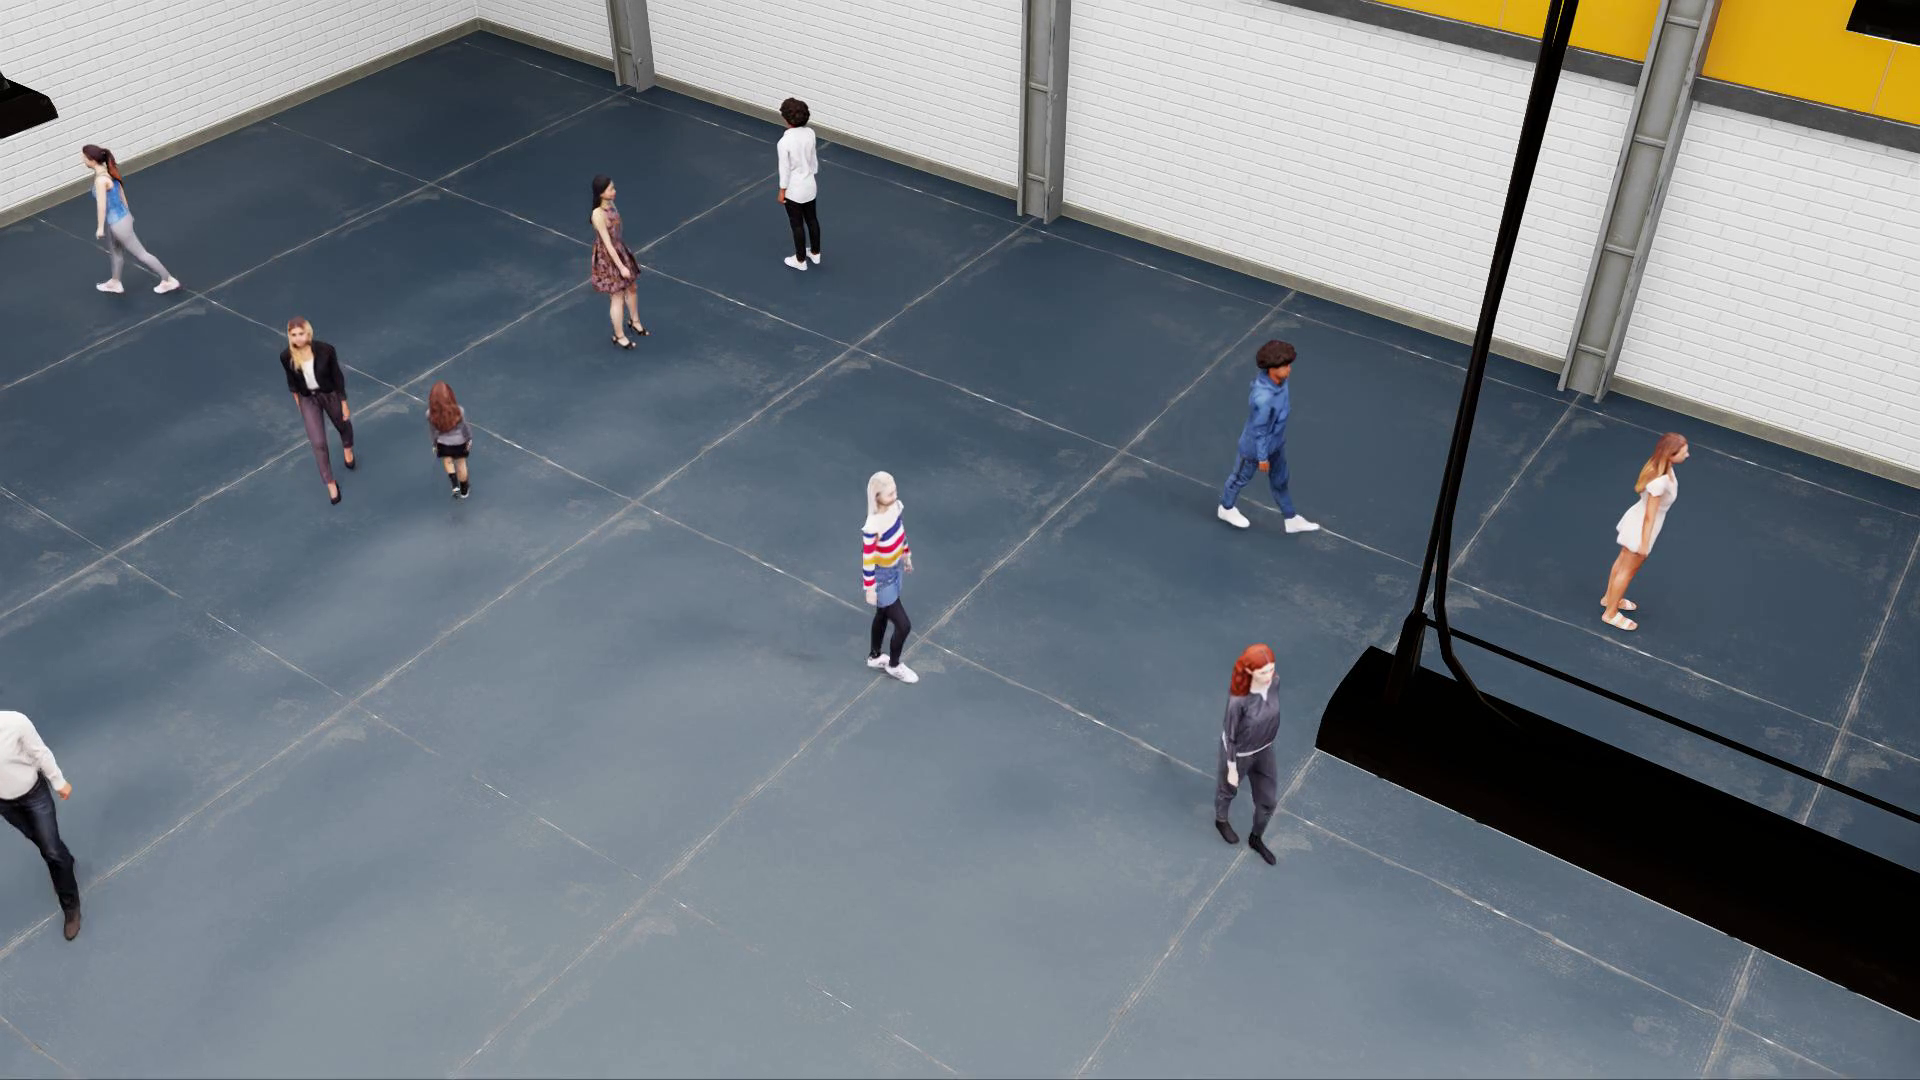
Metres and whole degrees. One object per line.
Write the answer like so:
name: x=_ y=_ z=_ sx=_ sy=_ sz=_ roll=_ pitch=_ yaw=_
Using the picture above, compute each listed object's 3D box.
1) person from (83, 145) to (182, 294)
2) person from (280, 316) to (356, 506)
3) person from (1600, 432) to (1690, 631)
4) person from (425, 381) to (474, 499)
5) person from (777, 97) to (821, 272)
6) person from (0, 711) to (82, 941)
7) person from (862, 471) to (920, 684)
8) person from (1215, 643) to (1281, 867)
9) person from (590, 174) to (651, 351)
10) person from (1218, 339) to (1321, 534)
person: x=-8.147 y=-3.091 z=16.269 sx=1.070 sy=1.575 sz=1.015 roll=-6 pitch=39 yaw=-8
person: x=-5.280 y=-1.174 z=13.824 sx=0.989 sy=1.630 sz=1.122 roll=-12 pitch=40 yaw=-14
person: x=5.095 y=-0.102 z=12.430 sx=0.627 sy=1.696 sz=0.619 roll=14 pitch=41 yaw=16
person: x=-4.229 y=-0.810 z=13.794 sx=0.570 sy=1.099 sz=0.627 roll=-8 pitch=39 yaw=-9
person: x=-1.605 y=-3.571 z=16.683 sx=0.672 sy=1.809 sz=0.631 roll=-31 pitch=48 yaw=-33
person: x=-5.805 y=1.510 z=10.293 sx=1.066 sy=1.843 sz=1.148 roll=-8 pitch=39 yaw=-10
person: x=-0.616 y=0.243 z=11.915 sx=0.764 sy=1.799 sz=0.747 roll=13 pitch=40 yaw=16
person: x=1.772 y=1.297 z=10.631 sx=0.762 sy=1.755 sz=0.868 roll=-20 pitch=43 yaw=-23
person: x=-3.259 y=-2.555 z=15.443 sx=0.816 sy=1.769 sz=0.802 roll=3 pitch=39 yaw=4
person: x=2.334 y=-0.818 z=13.260 sx=1.052 sy=1.779 sz=0.691 roll=22 pitch=44 yaw=25
